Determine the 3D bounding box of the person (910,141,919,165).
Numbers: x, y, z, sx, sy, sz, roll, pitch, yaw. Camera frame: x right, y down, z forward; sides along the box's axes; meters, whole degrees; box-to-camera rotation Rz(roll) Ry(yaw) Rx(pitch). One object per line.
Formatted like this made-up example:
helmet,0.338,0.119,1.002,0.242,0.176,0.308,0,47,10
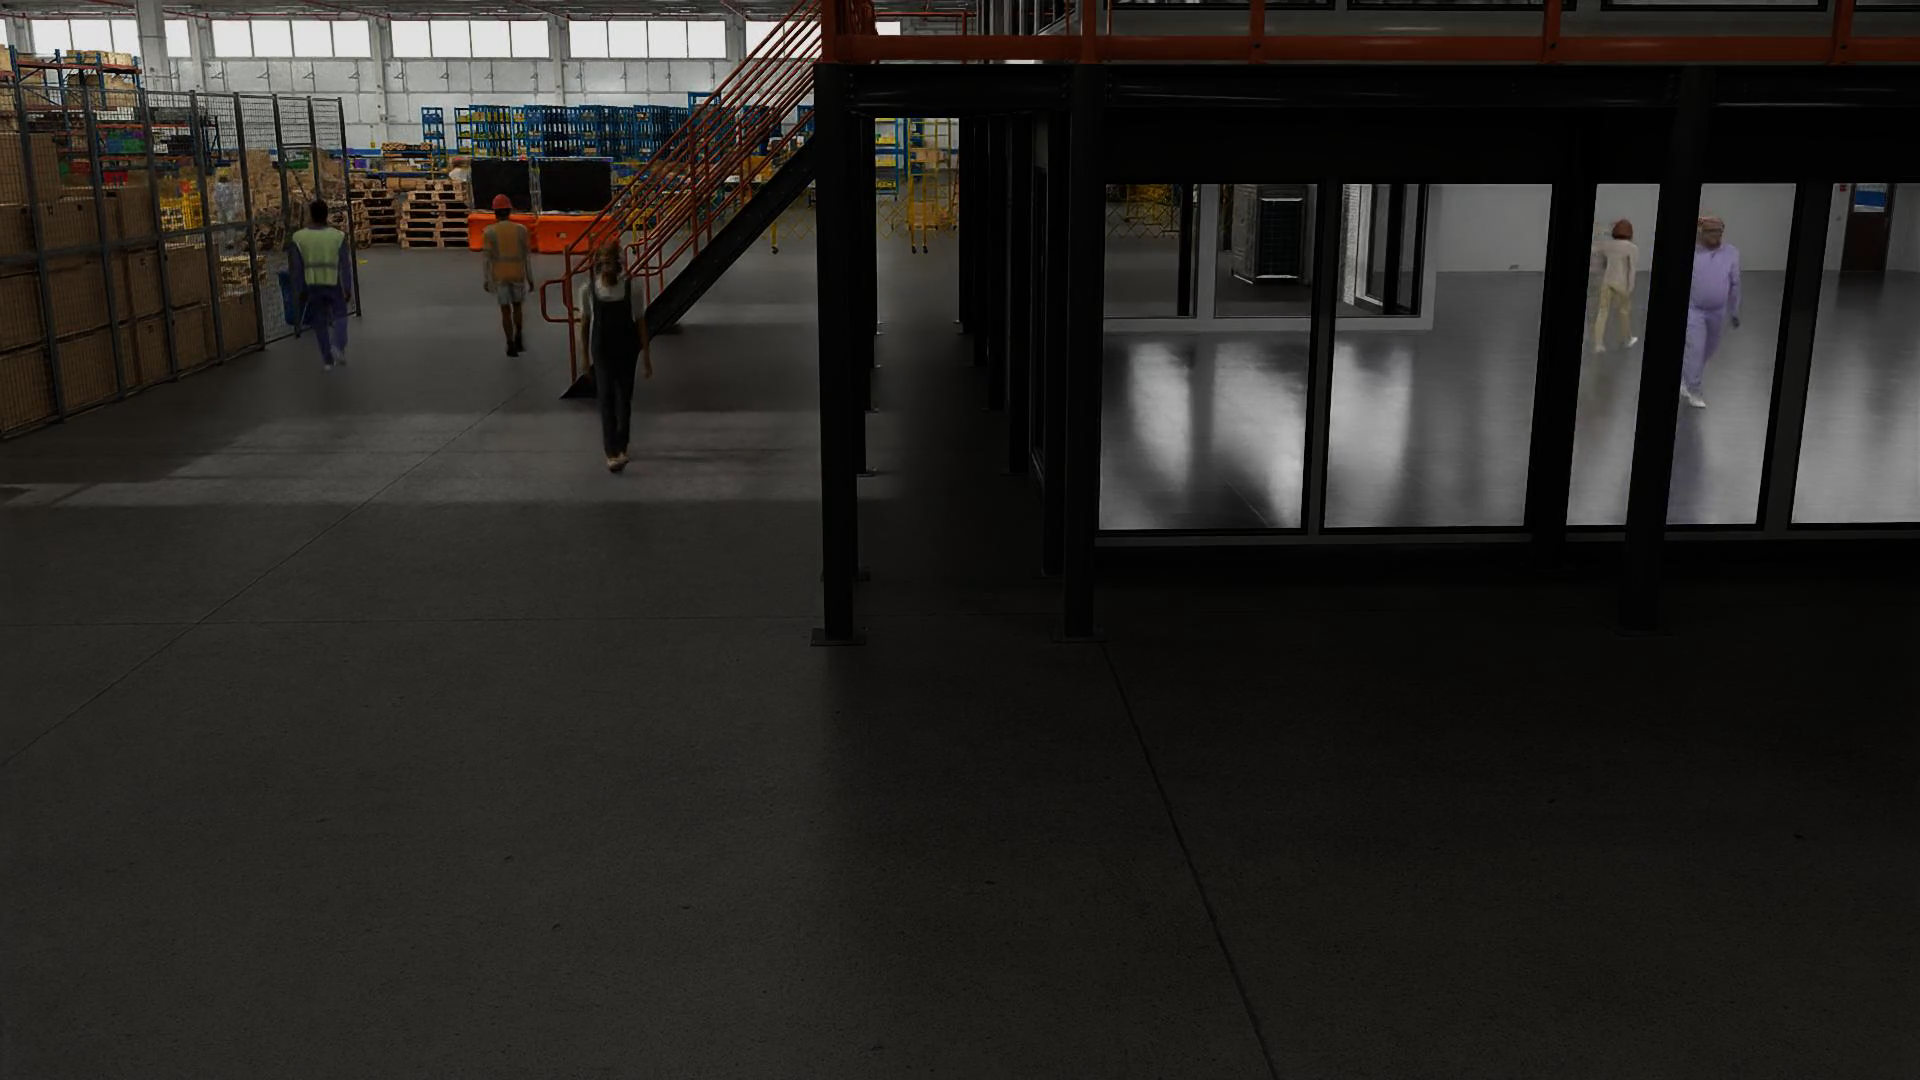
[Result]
person,-2.305,-19.270,84.259,0.975,1.924,0.666,5,15,18

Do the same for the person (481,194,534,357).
person,-5.455,-3.180,19.992,0.581,1.914,0.682,-6,15,-24

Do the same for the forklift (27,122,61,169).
forklift,-35.376,-14.773,64.377,1.129,2.768,1.873,-1,14,-2

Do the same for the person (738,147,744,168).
person,-9.792,-16.579,73.947,0.909,1.723,0.538,2,14,6

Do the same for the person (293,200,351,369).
person,-7.215,-2.892,18.887,0.592,1.903,0.466,-3,14,-12

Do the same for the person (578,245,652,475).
person,-2.751,-1.441,13.290,0.534,1.792,0.964,-4,15,-16

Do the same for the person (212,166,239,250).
person,-16.283,-7.358,36.896,0.612,1.818,0.459,1,14,5

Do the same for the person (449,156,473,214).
person,-12.822,-8.887,42.790,1.033,1.951,0.609,11,18,37

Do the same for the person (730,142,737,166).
person,-11.615,-19.547,85.557,0.373,1.843,0.571,2,14,8

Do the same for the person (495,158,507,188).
person,-15.357,-11.944,55.638,0.515,1.614,0.601,6,15,22

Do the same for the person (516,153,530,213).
person,-11.998,-9.662,45.855,0.354,1.942,0.545,2,14,7
